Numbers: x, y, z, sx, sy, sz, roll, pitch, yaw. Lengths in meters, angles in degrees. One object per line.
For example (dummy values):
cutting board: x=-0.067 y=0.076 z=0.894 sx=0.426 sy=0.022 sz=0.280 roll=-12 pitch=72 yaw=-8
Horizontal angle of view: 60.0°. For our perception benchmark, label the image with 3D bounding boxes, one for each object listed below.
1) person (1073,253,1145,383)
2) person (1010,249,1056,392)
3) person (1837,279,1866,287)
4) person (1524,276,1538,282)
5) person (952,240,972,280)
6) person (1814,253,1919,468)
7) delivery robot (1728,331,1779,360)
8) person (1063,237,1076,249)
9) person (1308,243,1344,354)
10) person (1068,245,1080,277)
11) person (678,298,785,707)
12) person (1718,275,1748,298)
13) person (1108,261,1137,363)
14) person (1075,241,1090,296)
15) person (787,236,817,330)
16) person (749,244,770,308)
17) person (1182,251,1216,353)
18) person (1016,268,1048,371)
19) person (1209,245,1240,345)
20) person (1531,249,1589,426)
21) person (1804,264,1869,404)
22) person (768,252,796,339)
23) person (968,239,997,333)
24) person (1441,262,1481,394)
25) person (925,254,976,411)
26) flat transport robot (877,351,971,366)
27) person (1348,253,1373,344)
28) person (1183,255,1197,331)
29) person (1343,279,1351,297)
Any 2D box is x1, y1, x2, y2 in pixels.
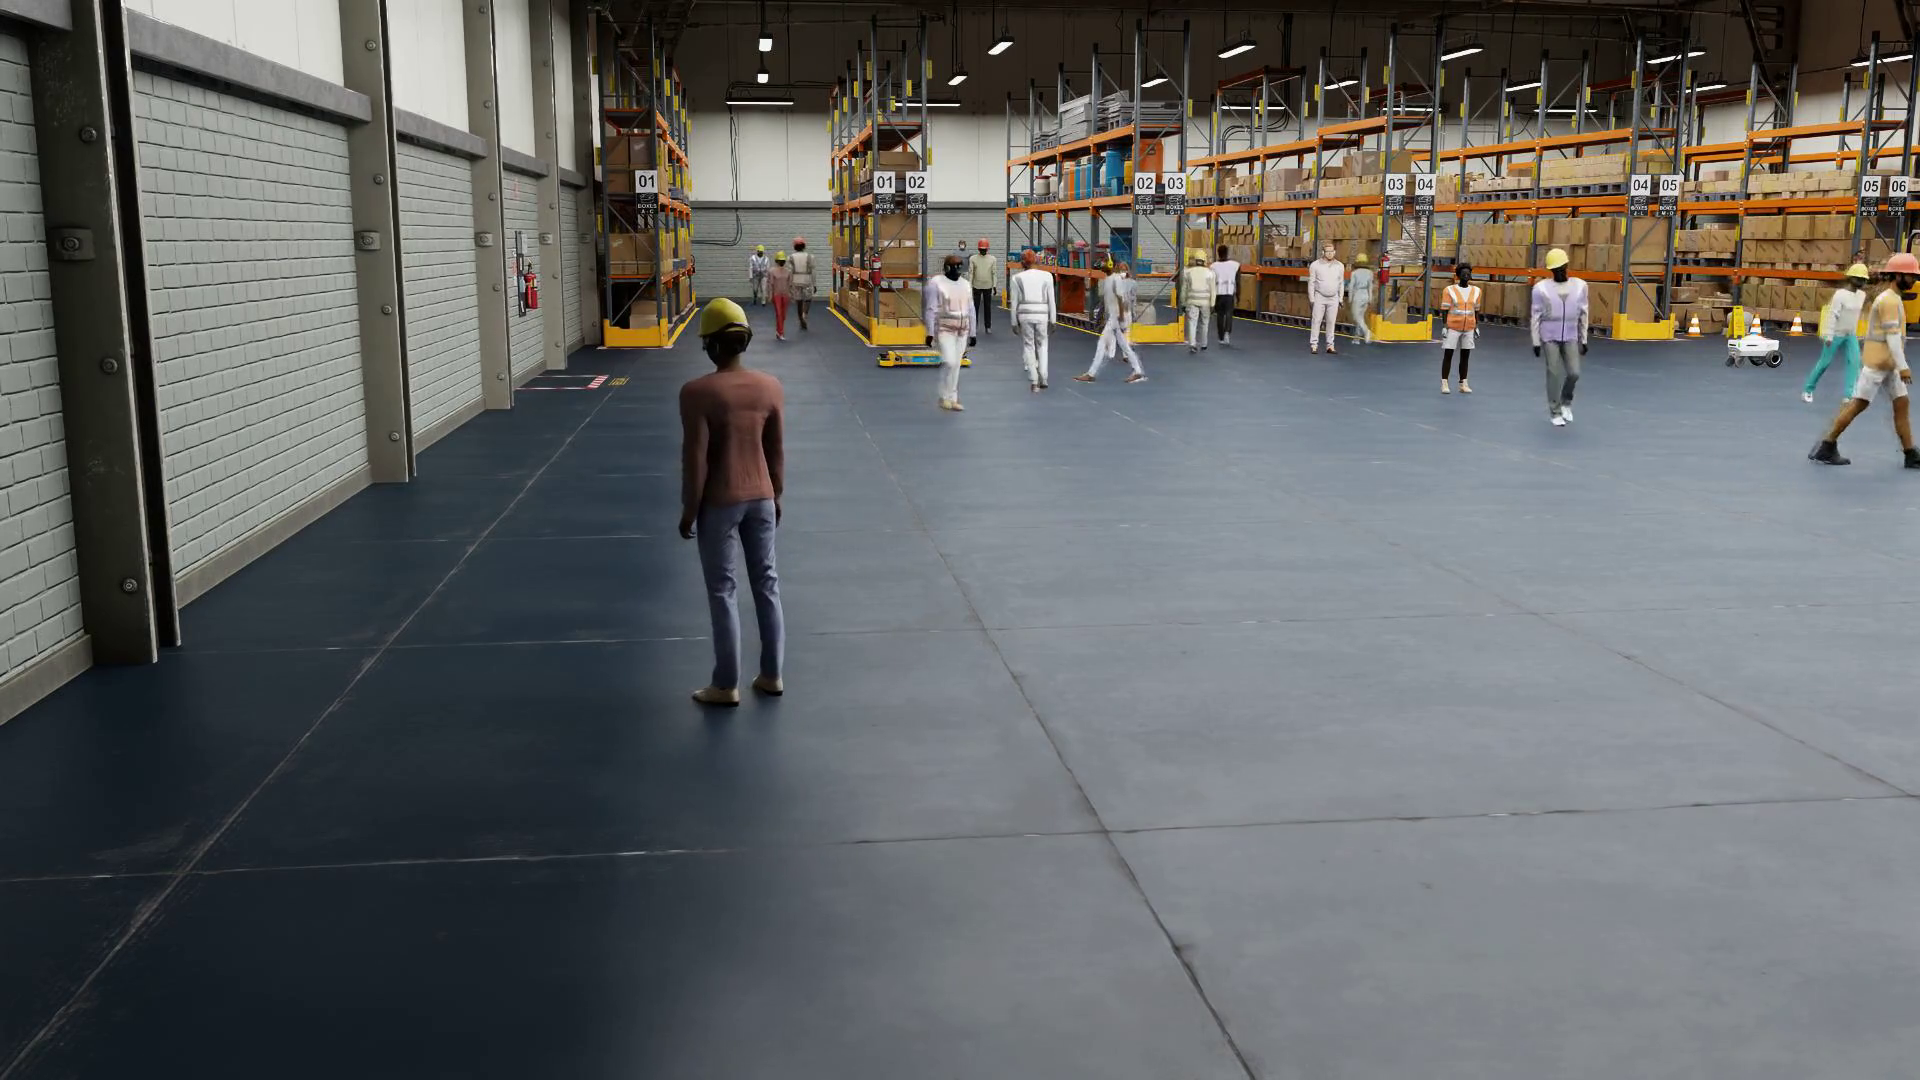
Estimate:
person: x=2.121 y=-3.079 z=23.116 sx=1.009 sy=1.810 sz=0.491 roll=-1 pitch=10 yaw=-3
person: x=0.954 y=-2.888 z=21.903 sx=0.606 sy=1.864 sz=0.517 roll=0 pitch=10 yaw=-2
person: x=19.648 y=-5.550 z=36.613 sx=0.636 sy=1.827 sz=0.672 roll=-2 pitch=11 yaw=-10
person: x=17.292 y=-8.157 z=50.549 sx=1.000 sy=1.942 sz=0.658 roll=6 pitch=12 yaw=30
person: x=0.062 y=-7.952 z=49.469 sx=0.627 sy=1.940 sz=0.371 roll=-1 pitch=10 yaw=-6
person: x=8.102 y=-1.564 z=14.616 sx=1.003 sy=1.891 sz=0.544 roll=7 pitch=13 yaw=35
delivery robot: x=12.382 y=-3.019 z=25.965 sx=0.707 sy=0.478 sz=0.477 roll=-1 pitch=10 yaw=-7
person: x=3.260 y=-7.868 z=48.728 sx=0.876 sy=2.000 sz=0.702 roll=2 pitch=11 yaw=10
person: x=6.367 y=-4.183 z=28.893 sx=0.636 sy=1.910 sz=0.405 roll=-1 pitch=10 yaw=-6
person: x=3.152 y=-7.373 z=46.721 sx=0.511 sy=1.800 sz=0.983 roll=0 pitch=10 yaw=1
person: x=-0.998 y=-0.161 z=7.239 sx=0.533 sy=1.765 sz=0.330 roll=-9 pitch=14 yaw=-41
person: x=19.394 y=-6.542 z=41.761 sx=0.635 sy=1.919 sz=0.945 roll=-1 pitch=10 yaw=-7
person: x=2.598 y=-3.656 z=26.753 sx=0.497 sy=1.633 sz=0.279 roll=-1 pitch=10 yaw=-6
person: x=3.671 y=-7.936 z=49.463 sx=0.726 sy=1.910 sz=0.579 roll=-1 pitch=10 yaw=-6
person: x=-3.448 y=-5.594 z=36.296 sx=0.646 sy=2.029 sz=0.418 roll=0 pitch=10 yaw=1
person: x=-5.767 y=-7.603 z=47.889 sx=0.608 sy=1.812 sz=0.519 roll=-2 pitch=11 yaw=-13
person: x=4.187 y=-4.177 z=29.202 sx=0.609 sy=1.789 sz=0.921 roll=3 pitch=11 yaw=15
person: x=1.099 y=-3.414 z=25.511 sx=0.502 sy=1.601 sz=0.828 roll=0 pitch=10 yaw=2
person: x=5.006 y=-4.642 z=31.489 sx=0.604 sy=1.884 sz=0.911 roll=2 pitch=10 yaw=9
person: x=6.443 y=-2.169 z=17.870 sx=0.613 sy=1.899 sz=0.411 roll=1 pitch=10 yaw=5
person: x=10.699 y=-2.512 z=20.292 sx=0.539 sy=1.715 sz=0.766 roll=-4 pitch=11 yaw=-20
person: x=-3.588 y=-4.870 z=33.216 sx=0.531 sy=1.754 sz=0.805 roll=-6 pitch=12 yaw=-29
person: x=0.474 y=-5.331 z=34.971 sx=0.608 sy=1.985 sz=0.395 roll=-1 pitch=10 yaw=-6
person: x=6.480 y=-2.738 z=21.547 sx=0.529 sy=1.697 sz=0.321 roll=-1 pitch=10 yaw=-6
person: x=-0.083 y=-2.404 z=19.348 sx=0.658 sy=1.827 sz=0.481 roll=-8 pitch=13 yaw=-38
flat transport robot: x=-0.576 y=-2.871 z=26.185 sx=1.431 sy=0.197 sz=0.652 roll=-1 pitch=10 yaw=-7
person: x=7.579 y=-4.531 z=31.321 sx=0.504 sy=1.721 sz=0.688 roll=-4 pitch=11 yaw=-21
person: x=4.951 y=-5.332 z=35.925 sx=0.512 sy=1.639 sz=0.312 roll=-1 pitch=10 yaw=-6
person: x=10.198 y=-6.832 z=44.126 sx=0.542 sy=1.649 sz=0.889 roll=-1 pitch=10 yaw=-4
